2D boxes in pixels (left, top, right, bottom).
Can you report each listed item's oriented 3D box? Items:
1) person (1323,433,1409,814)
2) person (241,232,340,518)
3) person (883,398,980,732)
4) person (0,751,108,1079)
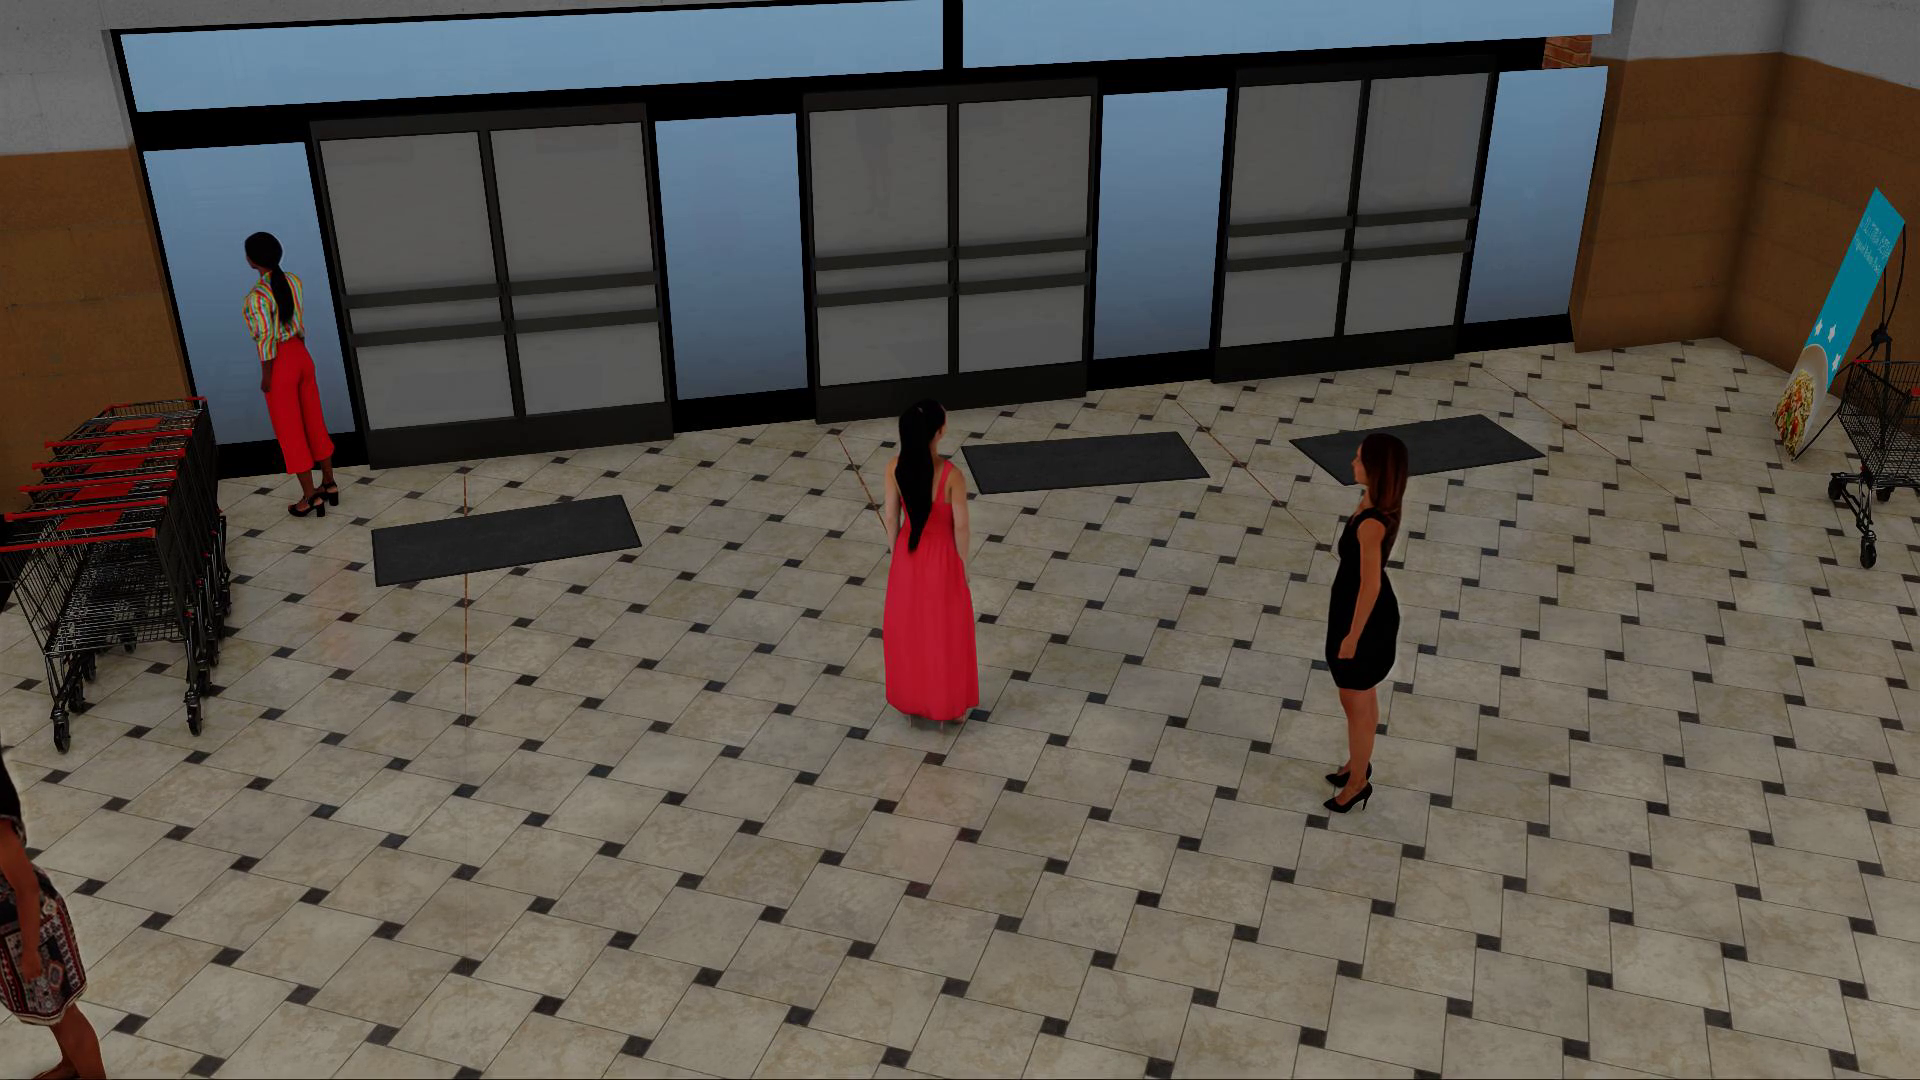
[{"bbox_3d":[1.766,0.388,7.315,0.730,1.834,0.639,9,28,17],"label":"person"},{"bbox_3d":[-4.075,-0.995,10.087,0.736,1.793,0.631,7,28,14],"label":"person"},{"bbox_3d":[-0.153,0.134,7.934,0.712,1.727,0.752,11,29,20],"label":"person"},{"bbox_3d":[-3.223,1.311,5.704,0.784,1.645,0.639,-23,35,-37],"label":"person"}]
